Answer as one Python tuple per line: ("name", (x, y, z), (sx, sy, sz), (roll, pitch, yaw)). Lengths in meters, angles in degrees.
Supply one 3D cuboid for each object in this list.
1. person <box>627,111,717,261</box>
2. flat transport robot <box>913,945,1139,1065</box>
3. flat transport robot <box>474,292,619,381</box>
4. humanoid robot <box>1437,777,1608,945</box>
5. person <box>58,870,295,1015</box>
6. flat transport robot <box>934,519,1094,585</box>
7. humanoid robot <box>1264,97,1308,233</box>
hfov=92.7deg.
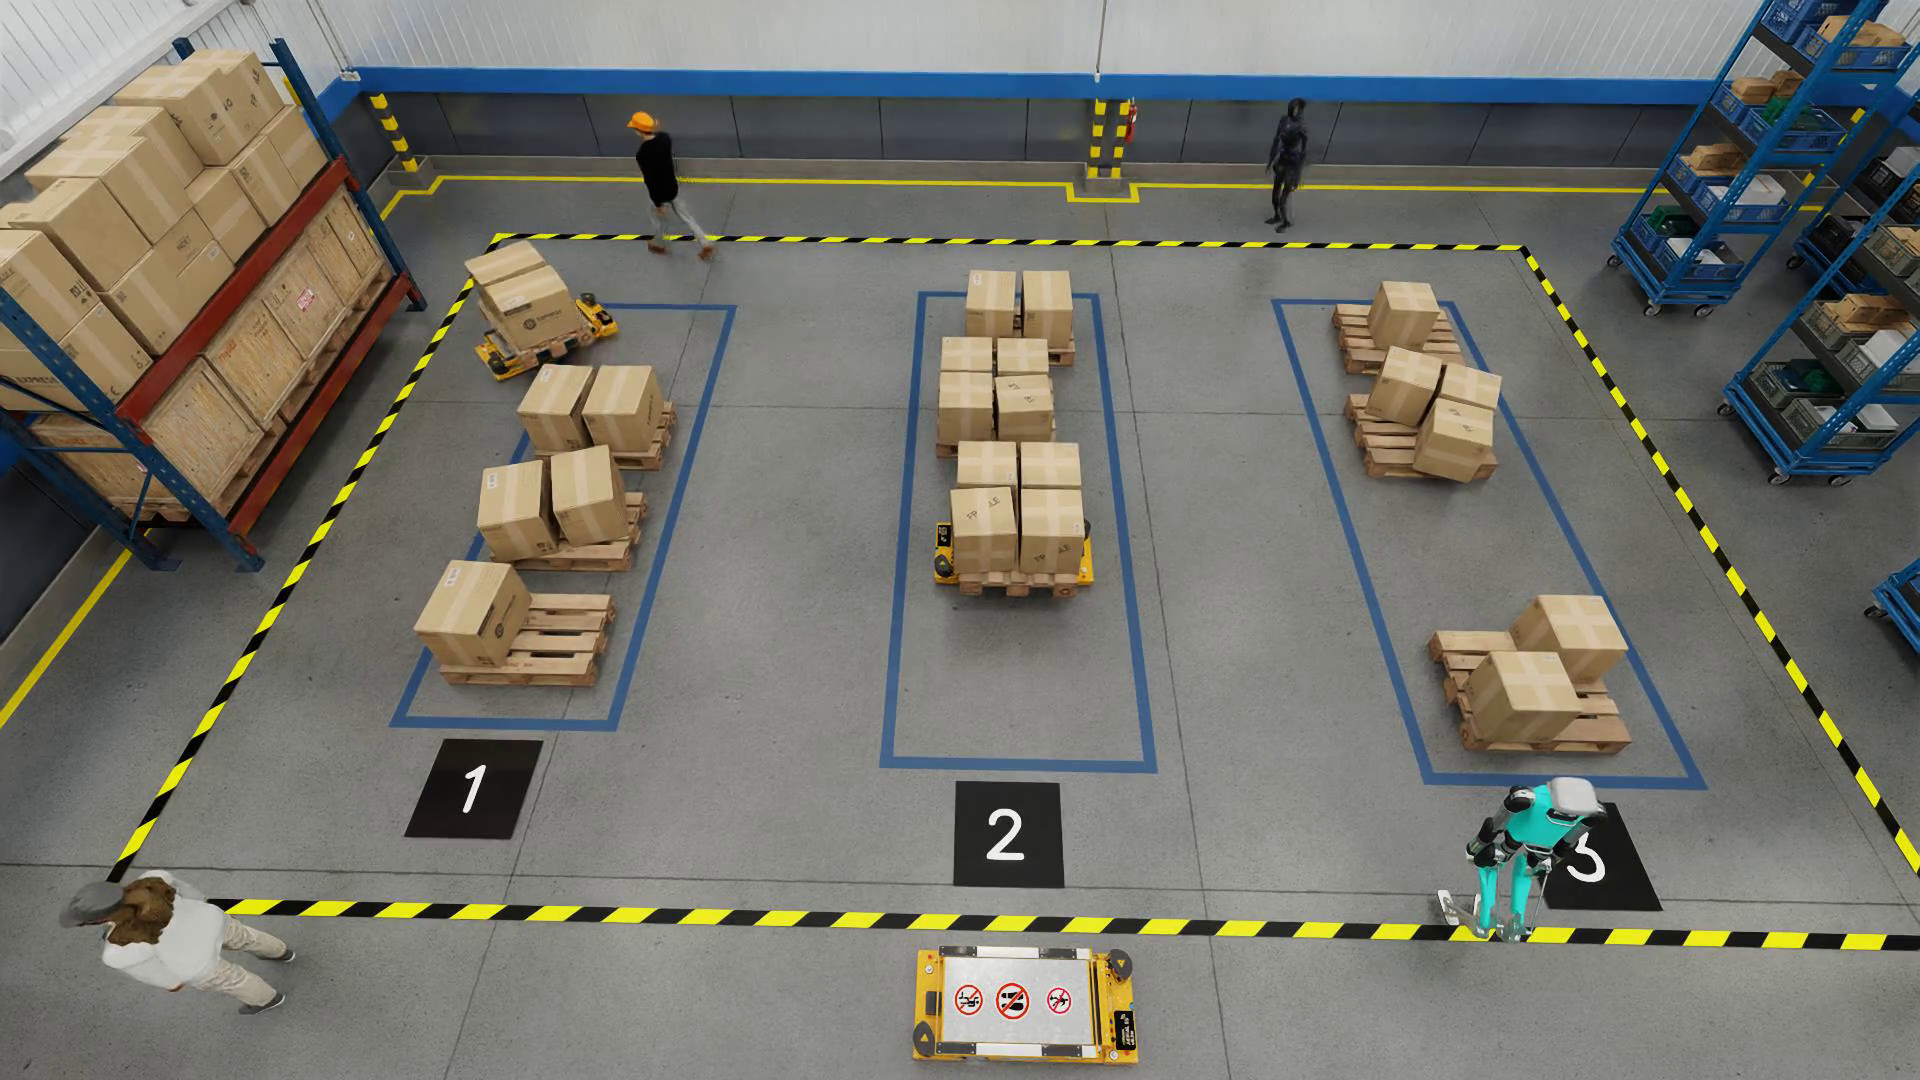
("person", (-3.478, -4.153, 10.855), (0.938, 1.844, 0.585), (22, 54, 17))
("flat transport robot", (0.422, 3.041, 6.007), (1.431, 0.231, 0.659), (1, 51, 1))
("flat transport robot", (-4.687, -2.327, 10.365), (1.431, 0.197, 0.652), (-32, 58, -24))
("humanoid robot", (3.481, 2.127, 5.716), (0.533, 1.681, 0.735), (10, 51, 8))
("person", (-4.638, 2.431, 5.535), (0.396, 1.769, 0.564), (-7, 51, -6))
("flat transport robot", (0.490, 0.087, 8.397), (1.431, 0.197, 0.652), (1, 51, 1))
("humanoid robot", (4.113, -4.657, 11.388), (0.474, 1.631, 0.597), (-20, 54, -16))
